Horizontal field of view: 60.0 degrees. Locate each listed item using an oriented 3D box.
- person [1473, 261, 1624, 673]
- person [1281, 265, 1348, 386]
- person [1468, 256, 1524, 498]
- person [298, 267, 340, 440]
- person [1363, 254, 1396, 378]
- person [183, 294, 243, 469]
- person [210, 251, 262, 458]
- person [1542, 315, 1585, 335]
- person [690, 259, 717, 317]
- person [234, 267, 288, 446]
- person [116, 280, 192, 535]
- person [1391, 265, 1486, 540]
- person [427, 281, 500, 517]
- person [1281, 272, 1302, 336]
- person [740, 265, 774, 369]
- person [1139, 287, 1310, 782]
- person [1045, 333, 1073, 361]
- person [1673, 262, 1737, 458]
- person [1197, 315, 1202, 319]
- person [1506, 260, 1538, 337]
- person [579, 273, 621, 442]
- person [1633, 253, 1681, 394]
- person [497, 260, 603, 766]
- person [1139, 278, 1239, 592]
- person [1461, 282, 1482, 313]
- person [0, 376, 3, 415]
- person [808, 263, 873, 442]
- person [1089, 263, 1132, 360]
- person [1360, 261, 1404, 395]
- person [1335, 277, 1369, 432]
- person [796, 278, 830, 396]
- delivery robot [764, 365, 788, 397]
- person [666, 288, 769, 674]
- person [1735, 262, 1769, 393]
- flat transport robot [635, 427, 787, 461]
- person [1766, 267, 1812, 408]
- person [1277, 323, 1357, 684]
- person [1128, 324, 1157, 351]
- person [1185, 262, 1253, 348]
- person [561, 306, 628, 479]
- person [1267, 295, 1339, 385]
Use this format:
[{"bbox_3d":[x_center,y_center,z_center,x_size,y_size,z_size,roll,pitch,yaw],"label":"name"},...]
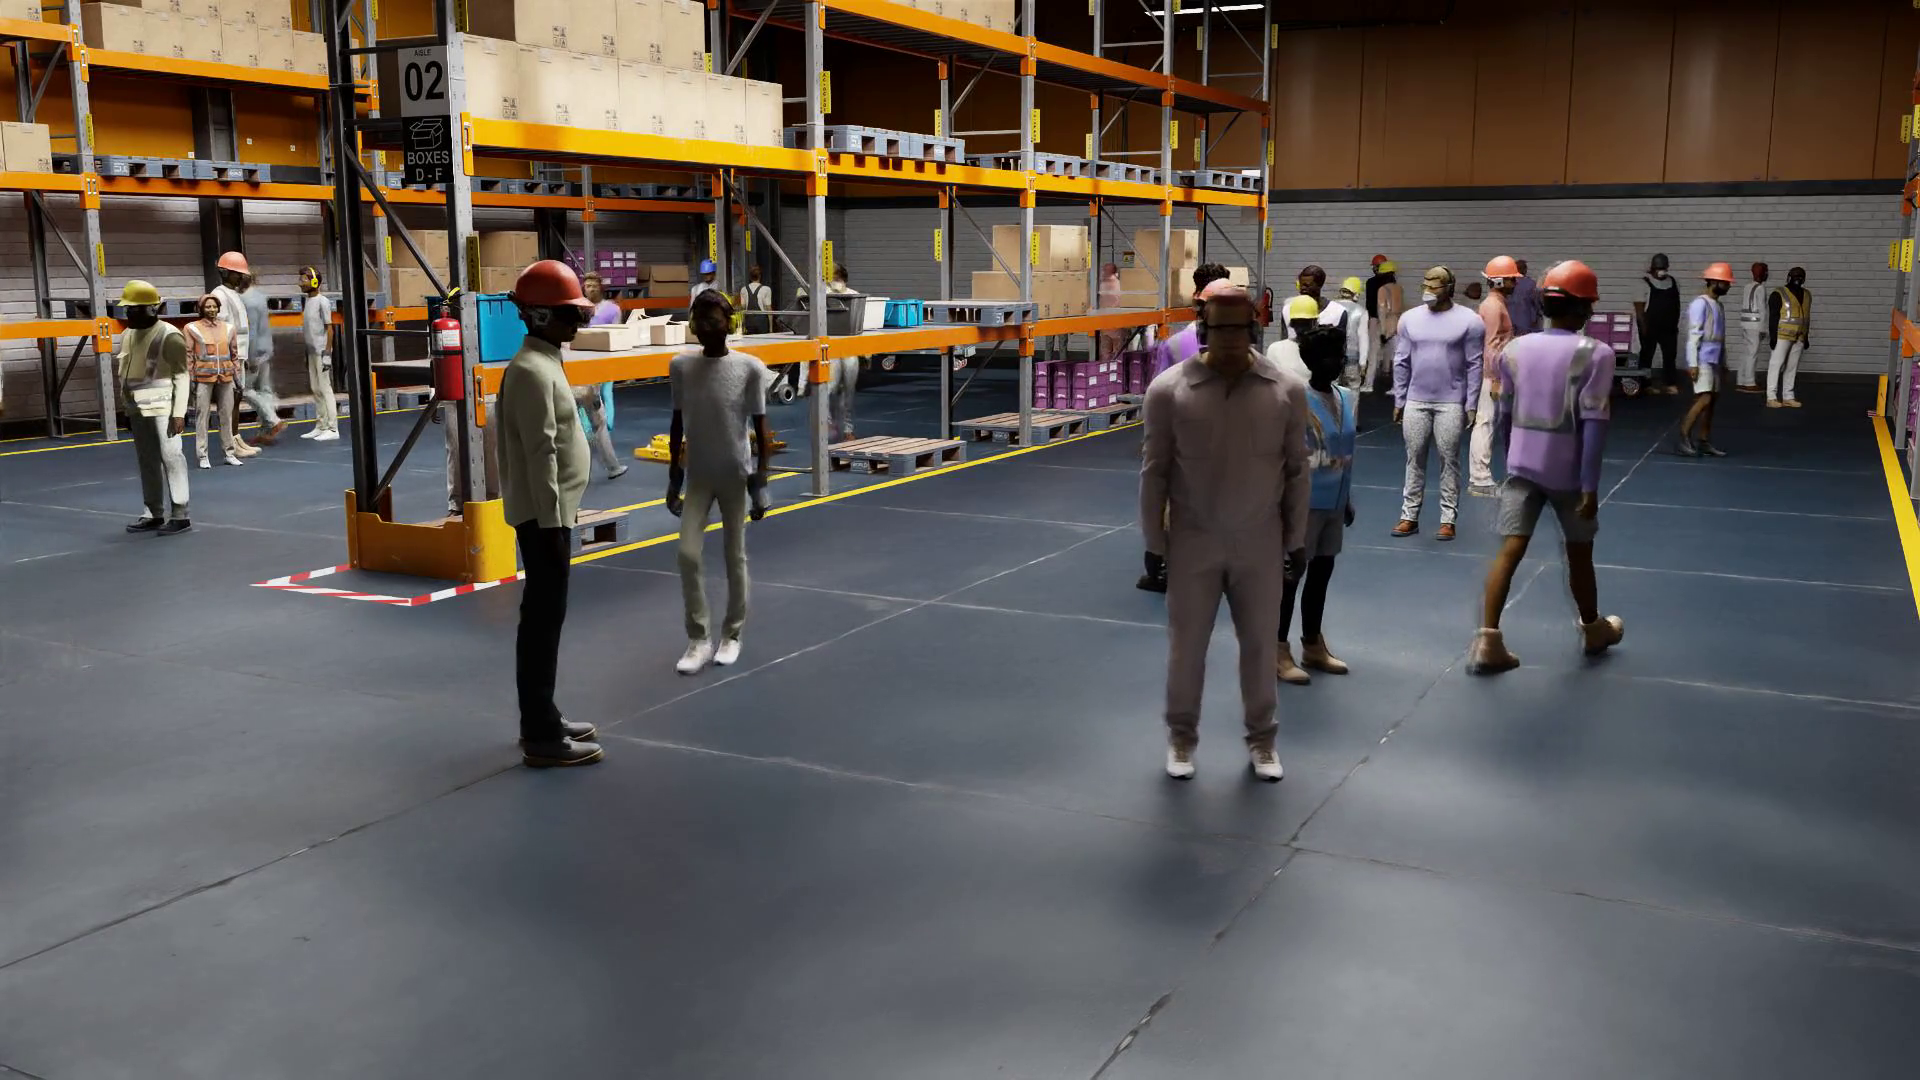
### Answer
[{"bbox_3d":[2.902,-0.358,8.123,1.096,1.980,0.626,-8,13,-39],"label":"person"},{"bbox_3d":[3.044,-1.409,14.393,0.590,1.916,0.387,6,11,30],"label":"person"},{"bbox_3d":[4.446,-1.355,13.848,0.380,1.996,0.608,2,10,13],"label":"person"},{"bbox_3d":[-6.973,-2.007,18.021,0.538,1.860,0.313,10,14,44],"label":"person"},{"bbox_3d":[6.779,-3.617,26.945,0.611,1.996,0.387,-5,11,-28],"label":"person"},{"bbox_3d":[-7.055,-1.500,15.718,0.308,1.640,0.511,9,13,42],"label":"person"},{"bbox_3d":[-7.173,-1.827,16.474,0.390,2.034,0.605,-2,10,-11],"label":"person"},{"bbox_3d":[7.365,-2.291,20.347,0.497,1.626,0.287,4,11,22],"label":"person"},{"bbox_3d":[-3.536,-3.015,23.643,0.642,1.927,0.450,1,10,6],"label":"person"},{"bbox_3d":[-7.359,-1.909,17.296,0.424,1.915,0.680,-2,10,-11],"label":"person"},{"bbox_3d":[-5.805,-0.943,11.948,0.601,1.827,0.403,5,11,25],"label":"person"},{"bbox_3d":[3.366,-0.964,11.760,0.630,1.936,0.369,7,12,33],"label":"person"},{"bbox_3d":[-3.633,-1.032,12.310,0.585,1.879,0.343,-2,10,-11],"label":"person"},{"bbox_3d":[3.838,-2.108,18.641,0.522,1.854,0.761,3,10,19],"label":"person"},{"bbox_3d":[-3.009,-3.168,24.778,0.508,1.846,0.342,3,10,15],"label":"person"},{"bbox_3d":[1.012,-0.012,6.378,0.649,1.896,0.400,0,10,1],"label":"person"},{"bbox_3d":[1.504,-3.404,25.935,0.589,1.919,0.392,3,10,17],"label":"person"},{"bbox_3d":[7.387,-1.763,16.399,0.605,1.925,0.408,-9,13,-43],"label":"person"},{"bbox_3d":[2.127,-1.248,13.969,0.493,1.740,0.325,0,10,-1],"label":"person"},{"bbox_3d":[9.143,-3.625,27.254,0.643,1.908,0.410,7,12,36],"label":"person"},{"bbox_3d":[-3.741,-1.812,17.021,0.600,1.806,0.930,0,10,0],"label":"person"},{"bbox_3d":[10.017,-3.105,23.852,0.693,2.000,0.543,-1,10,-4],"label":"person"},{"bbox_3d":[-1.628,-0.108,6.634,0.397,1.992,0.623,-3,10,-15],"label":"person"},{"bbox_3d":[1.449,-0.641,10.131,0.624,1.871,0.938,3,10,19],"label":"person"},{"bbox_3d":[7.651,-3.132,25.383,0.862,1.571,0.519,0,10,-1],"label":"person"},{"bbox_3d":[-7.812,-1.165,13.022,0.554,1.912,0.862,-4,11,-23],"label":"person"},{"bbox_3d":[-1.257,-1.965,17.607,0.717,1.916,0.445,-3,10,-18],"label":"person"},{"bbox_3d":[2.217,-3.101,24.300,0.682,1.877,0.414,4,11,24],"label":"person"},{"bbox_3d":[6.044,-3.024,23.797,0.590,1.892,0.860,-7,12,-37],"label":"person"},{"bbox_3d":[4.219,-2.031,18.465,0.617,1.775,0.870,6,11,30],"label":"person"},{"bbox_3d":[-2.037,-2.946,23.539,0.654,1.834,0.428,2,10,14],"label":"person"},{"bbox_3d":[-2.619,-2.096,22.034,0.477,0.478,0.707,9,13,41],"label":"delivery robot"},{"bbox_3d":[-1.194,-0.272,7.996,0.565,1.847,0.673,1,10,8],"label":"person"},{"bbox_3d":[11.529,-3.080,24.159,0.343,1.882,0.582,1,10,3],"label":"person"},{"bbox_3d":[-2.473,-0.966,16.586,0.652,0.197,1.431,8,13,40],"label":"flat transport robot"},{"bbox_3d":[10.887,-2.651,21.810,0.624,1.841,0.430,-3,10,-17],"label":"person"},{"bbox_3d":[1.683,-0.175,7.885,0.540,1.695,0.317,-8,13,-39],"label":"person"},{"bbox_3d":[2.732,-3.221,25.202,0.603,1.812,0.448,-1,10,-4],"label":"person"},{"bbox_3d":[1.630,-0.802,10.735,0.613,1.962,0.367,-9,13,-43],"label":"person"},{"bbox_3d":[-3.316,-1.293,14.641,0.536,1.586,0.855,5,11,28],"label":"person"},{"bbox_3d":[2.426,-0.873,11.804,0.530,1.736,0.838,5,11,25],"label":"person"}]
